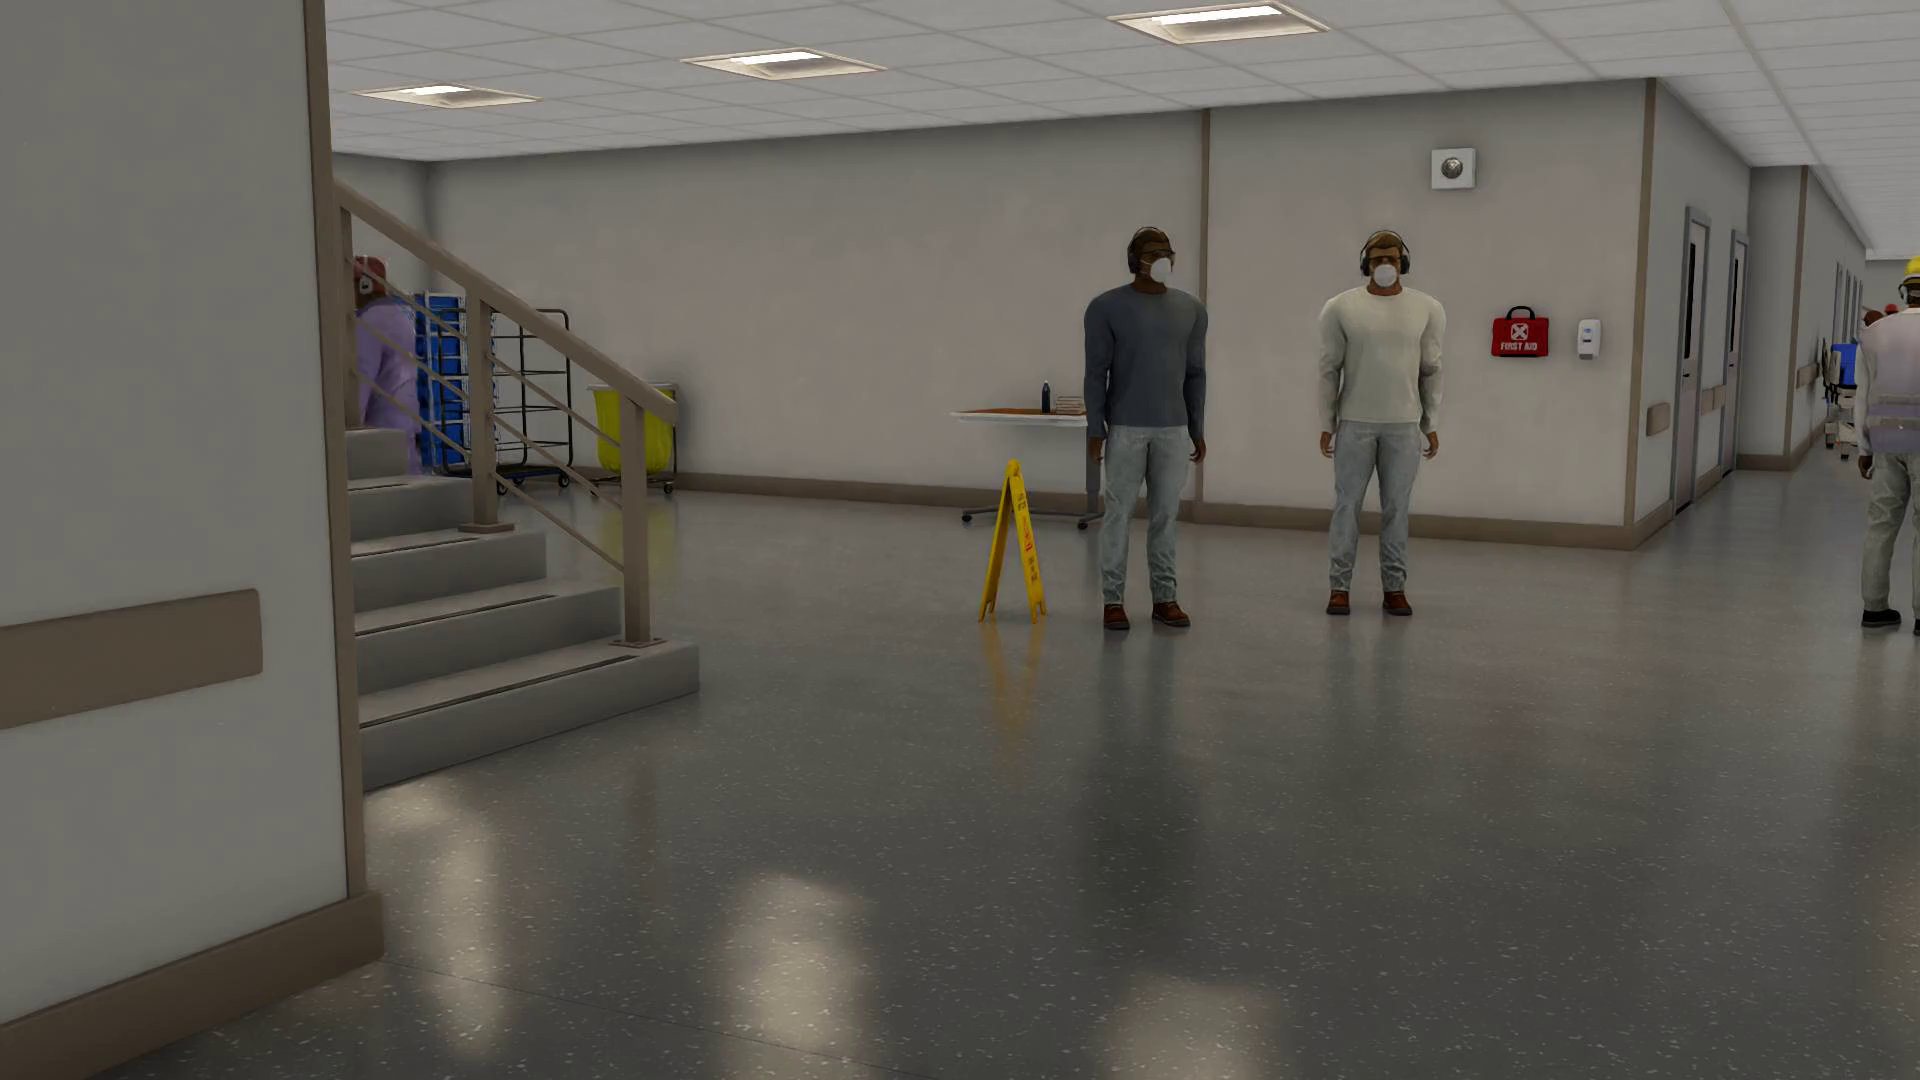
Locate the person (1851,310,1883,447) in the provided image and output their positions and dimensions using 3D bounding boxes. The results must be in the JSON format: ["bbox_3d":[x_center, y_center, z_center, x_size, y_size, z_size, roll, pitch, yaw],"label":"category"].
[{"bbox_3d":[10.897,-1.921,19.883,0.511,1.637,0.307,1,8,10],"label":"person"}]

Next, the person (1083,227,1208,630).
[{"bbox_3d":[0.904,-0.535,8.060,0.632,1.940,0.368,-2,8,-14],"label":"person"}]

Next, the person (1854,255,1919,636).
[{"bbox_3d":[4.553,-0.455,7.908,0.403,1.824,0.590,-4,8,-29],"label":"person"}]

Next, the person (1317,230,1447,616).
[{"bbox_3d":[2.120,-0.580,8.408,0.629,1.939,0.372,1,7,6],"label":"person"}]
